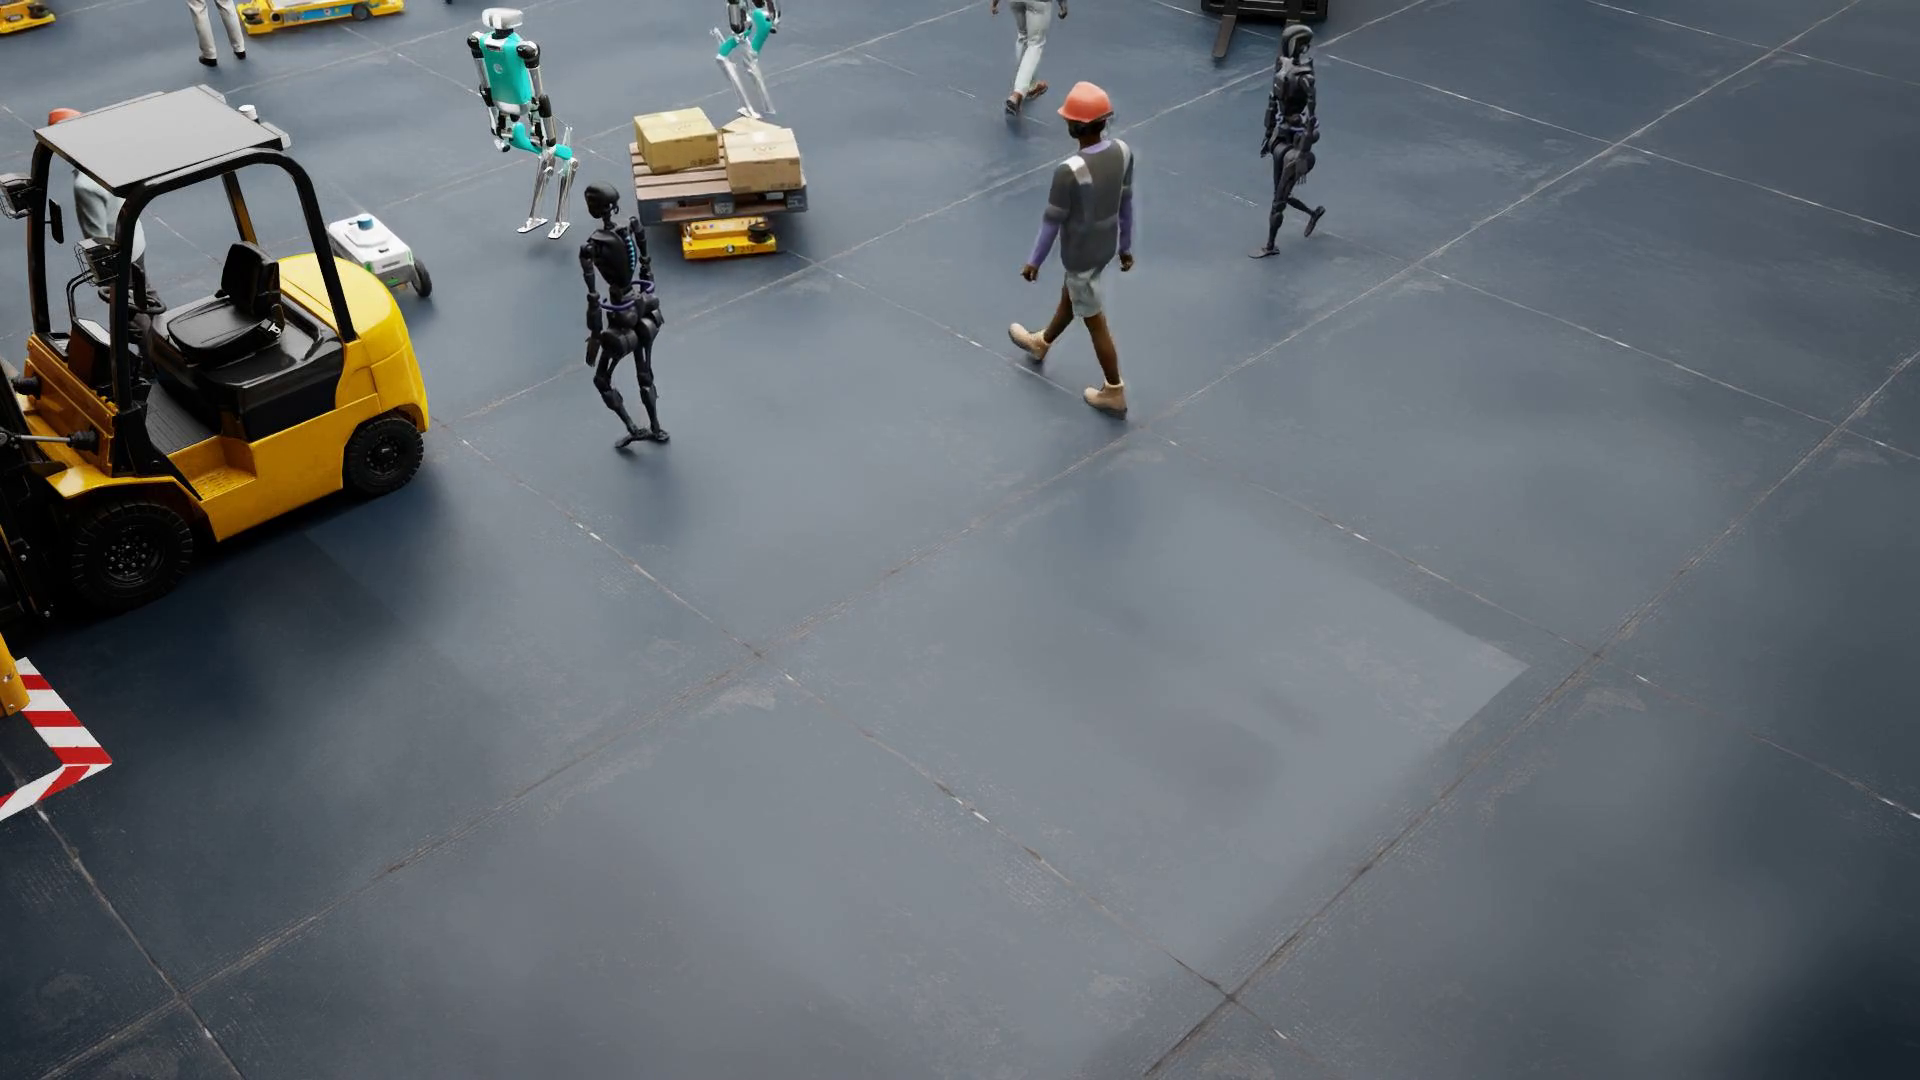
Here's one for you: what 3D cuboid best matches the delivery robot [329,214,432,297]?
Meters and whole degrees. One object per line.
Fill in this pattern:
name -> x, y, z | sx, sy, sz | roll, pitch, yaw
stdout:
delivery robot -> -3.989, -1.911, 11.332 | 0.499, 0.614, 0.815 | -25, 43, -30

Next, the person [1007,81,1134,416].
person -> 0.666, -1.759, 9.918 | 1.068, 1.987, 0.626 | 26, 44, 31

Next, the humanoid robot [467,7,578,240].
humanoid robot -> -2.947, -2.951, 11.609 | 0.533, 1.677, 0.735 | 15, 39, 19

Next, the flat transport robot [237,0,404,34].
flat transport robot -> -6.097, -5.109, 15.836 | 1.431, 0.231, 0.659 | -17, 40, -21

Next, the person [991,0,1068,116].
person -> 0.545, -4.411, 13.539 | 0.653, 1.909, 0.858 | 16, 40, 21

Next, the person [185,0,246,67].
person -> -6.639, -5.030, 14.466 | 0.535, 1.784, 0.383 | -26, 44, -31

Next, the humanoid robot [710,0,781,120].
humanoid robot -> -1.781, -4.249, 13.487 | 0.696, 1.827, 0.546 | 27, 45, 32

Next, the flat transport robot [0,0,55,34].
flat transport robot -> -9.249, -5.104, 15.828 | 1.431, 0.231, 0.659 | 30, 46, 34

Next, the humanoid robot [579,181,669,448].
humanoid robot -> -1.922, -1.281, 9.534 | 0.344, 1.643, 0.609 | 18, 40, 22

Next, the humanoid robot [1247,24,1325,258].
humanoid robot -> 2.365, -2.770, 11.548 | 0.670, 1.638, 0.605 | -13, 39, -17

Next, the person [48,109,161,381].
person -> -5.187, -1.799, 10.174 | 0.352, 1.742, 0.572 | -4, 37, -6

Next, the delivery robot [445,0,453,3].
delivery robot -> -4.859, -5.620, 16.274 | 0.499, 0.587, 0.788 | -12, 38, -16

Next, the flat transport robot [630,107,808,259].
flat transport robot -> -1.780, -2.502, 12.346 | 0.659, 0.231, 1.431 | -7, 37, -9

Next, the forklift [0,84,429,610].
forklift -> -4.145, -1.093, 8.856 | 2.313, 2.155, 1.214 | -31, 47, -34

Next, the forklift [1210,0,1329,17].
forklift -> 3.106, -6.400, 15.960 | 1.214, 2.155, 2.313 | 8, 37, 10
